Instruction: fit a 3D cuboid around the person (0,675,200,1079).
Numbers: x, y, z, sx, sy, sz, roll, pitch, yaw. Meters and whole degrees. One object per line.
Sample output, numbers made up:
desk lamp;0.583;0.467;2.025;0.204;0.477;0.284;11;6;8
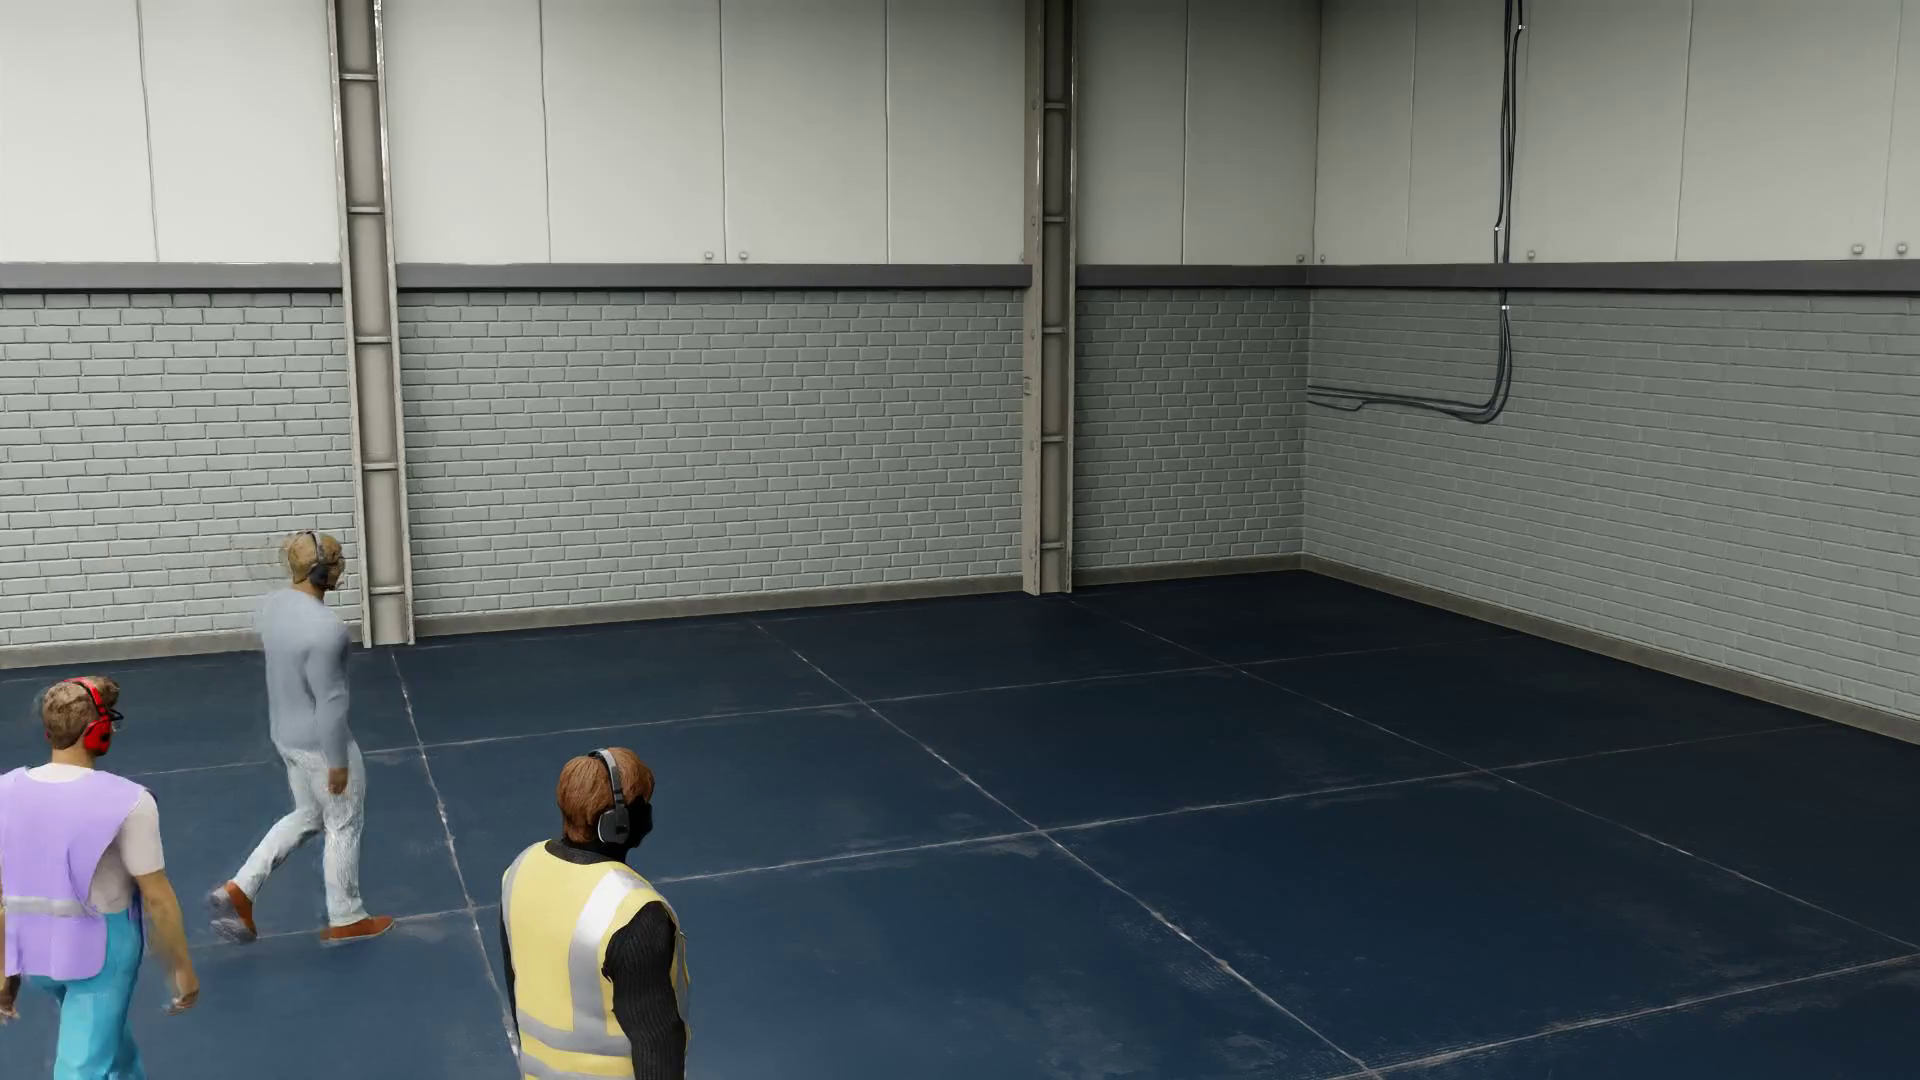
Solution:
person;-2.739;1.323;5.228;0.586;1.803;0.982;3;9;16

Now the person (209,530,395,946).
person;-2.949;0.910;7.393;0.638;1.919;0.693;9;13;44

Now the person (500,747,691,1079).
person;-0.909;1.437;4.321;0.633;1.842;0.429;9;12;43
